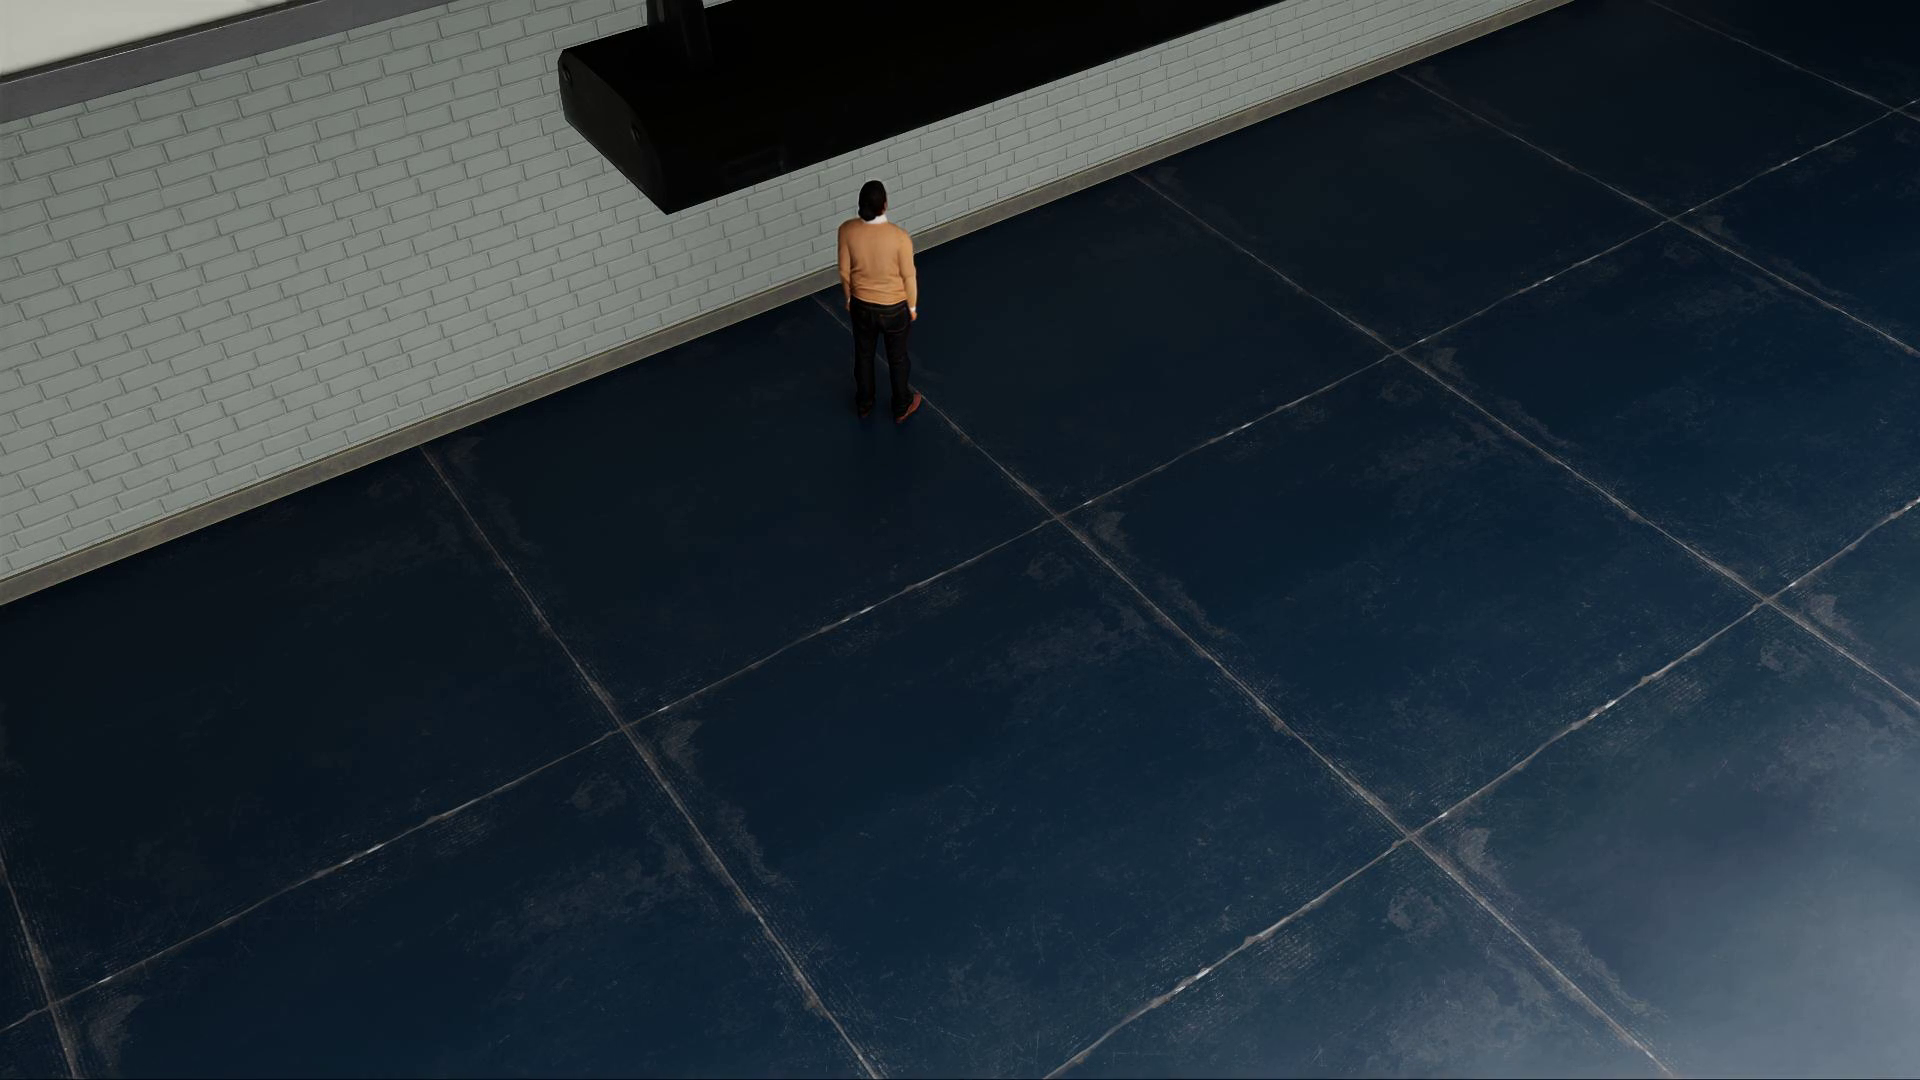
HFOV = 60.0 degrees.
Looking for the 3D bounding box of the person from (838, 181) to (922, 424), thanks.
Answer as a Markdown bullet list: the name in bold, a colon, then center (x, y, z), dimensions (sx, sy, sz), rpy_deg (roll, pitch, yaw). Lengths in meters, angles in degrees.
- **person**: center (-0.511, -1.502, 10.564), dimensions (0.743, 1.754, 0.816), rpy_deg (10, 44, 10)
